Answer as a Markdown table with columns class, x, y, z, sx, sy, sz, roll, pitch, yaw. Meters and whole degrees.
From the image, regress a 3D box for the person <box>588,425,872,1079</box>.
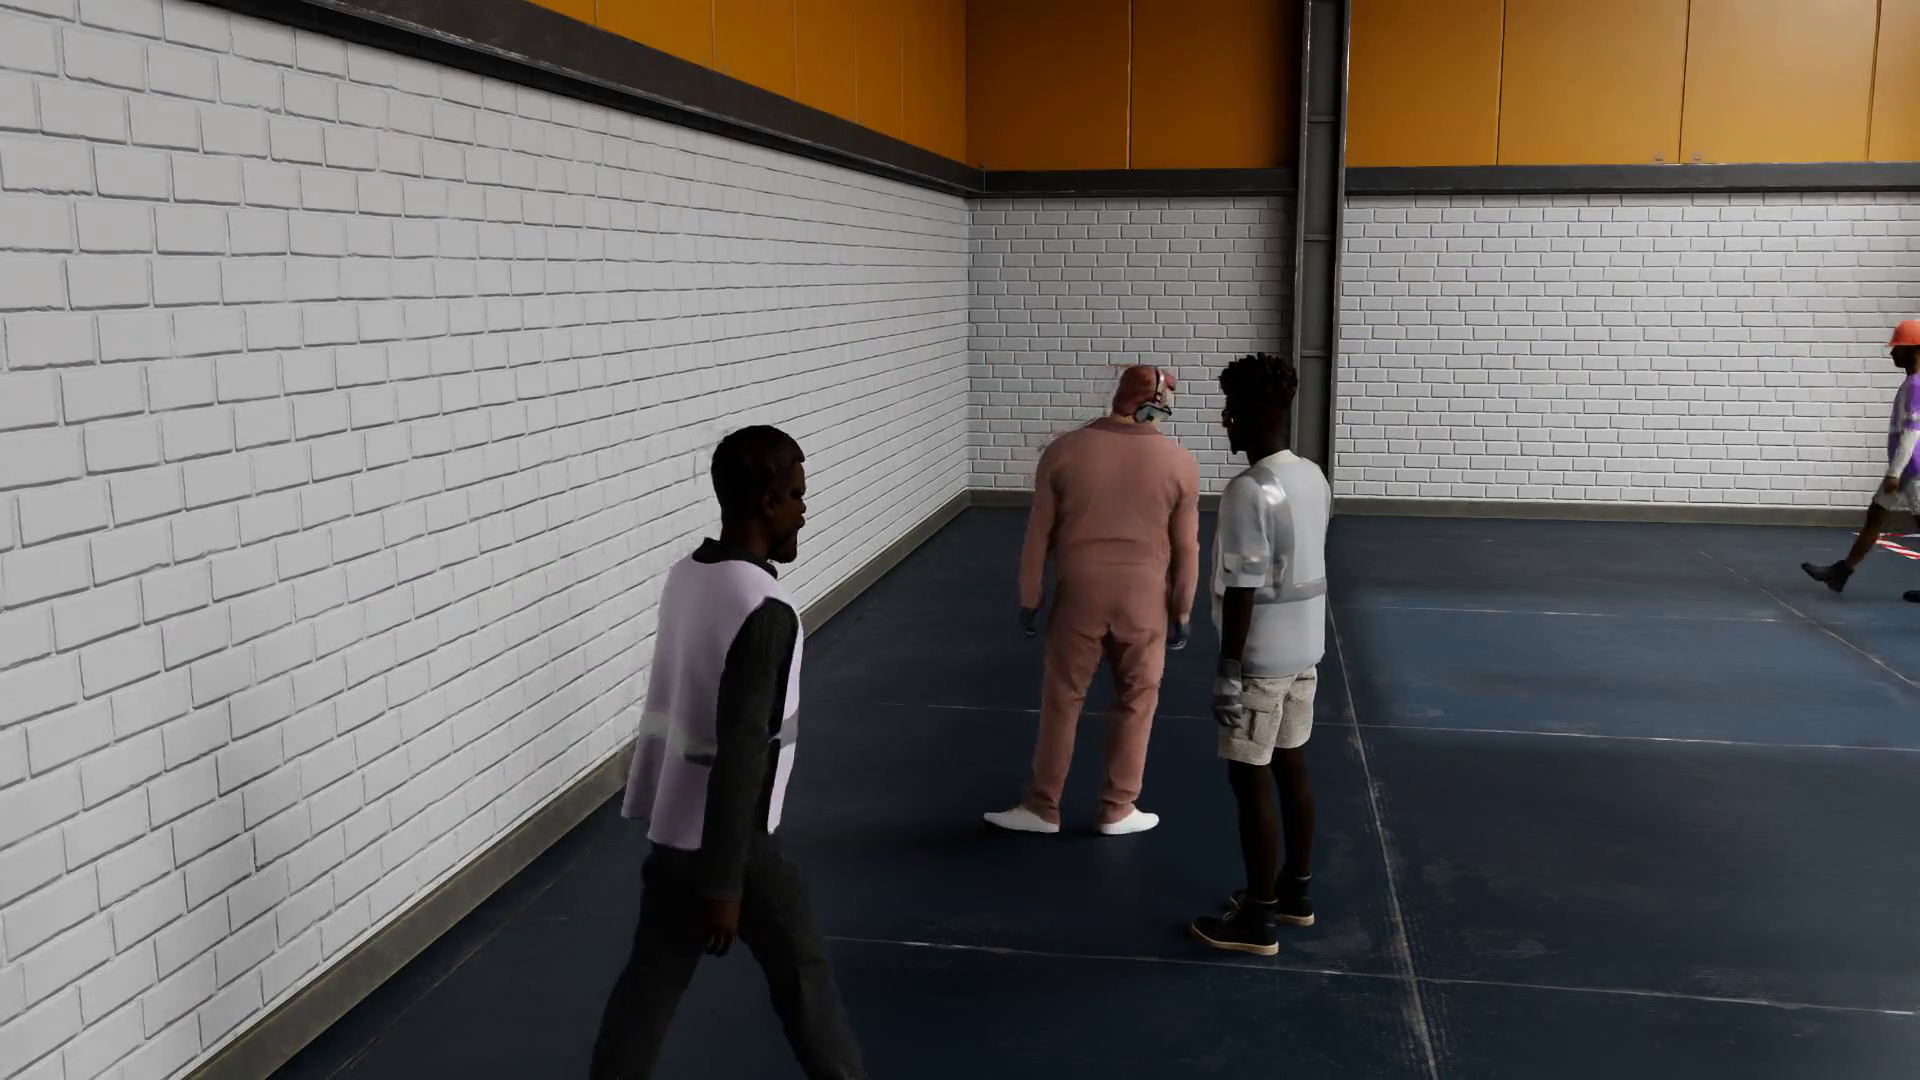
| class | x | y | z | sx | sy | sz | roll | pitch | yaw |
| --- | --- | --- | --- | --- | --- | --- | --- | --- | --- |
| person | -0.497 | 0.666 | 3.917 | 1.003 | 1.856 | 0.635 | -6 | 11 | -31 |

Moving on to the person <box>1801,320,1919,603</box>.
| class | x | y | z | sx | sy | sz | roll | pitch | yaw |
| --- | --- | --- | --- | --- | --- | --- | --- | --- | --- |
| person | 6.252 | -0.519 | 11.159 | 0.957 | 1.888 | 0.569 | 4 | 10 | 24 |

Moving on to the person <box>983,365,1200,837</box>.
| class | x | y | z | sx | sy | sz | roll | pitch | yaw |
| --- | --- | --- | --- | --- | --- | --- | --- | --- | --- |
| person | 0.510 | 0.245 | 6.554 | 0.852 | 1.860 | 0.396 | 1 | 9 | 7 |

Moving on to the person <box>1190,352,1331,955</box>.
| class | x | y | z | sx | sy | sz | roll | pitch | yaw |
| --- | --- | --- | --- | --- | --- | --- | --- | --- | --- |
| person | 1.000 | 0.366 | 5.474 | 0.375 | 1.957 | 0.606 | 6 | 11 | 35 |
